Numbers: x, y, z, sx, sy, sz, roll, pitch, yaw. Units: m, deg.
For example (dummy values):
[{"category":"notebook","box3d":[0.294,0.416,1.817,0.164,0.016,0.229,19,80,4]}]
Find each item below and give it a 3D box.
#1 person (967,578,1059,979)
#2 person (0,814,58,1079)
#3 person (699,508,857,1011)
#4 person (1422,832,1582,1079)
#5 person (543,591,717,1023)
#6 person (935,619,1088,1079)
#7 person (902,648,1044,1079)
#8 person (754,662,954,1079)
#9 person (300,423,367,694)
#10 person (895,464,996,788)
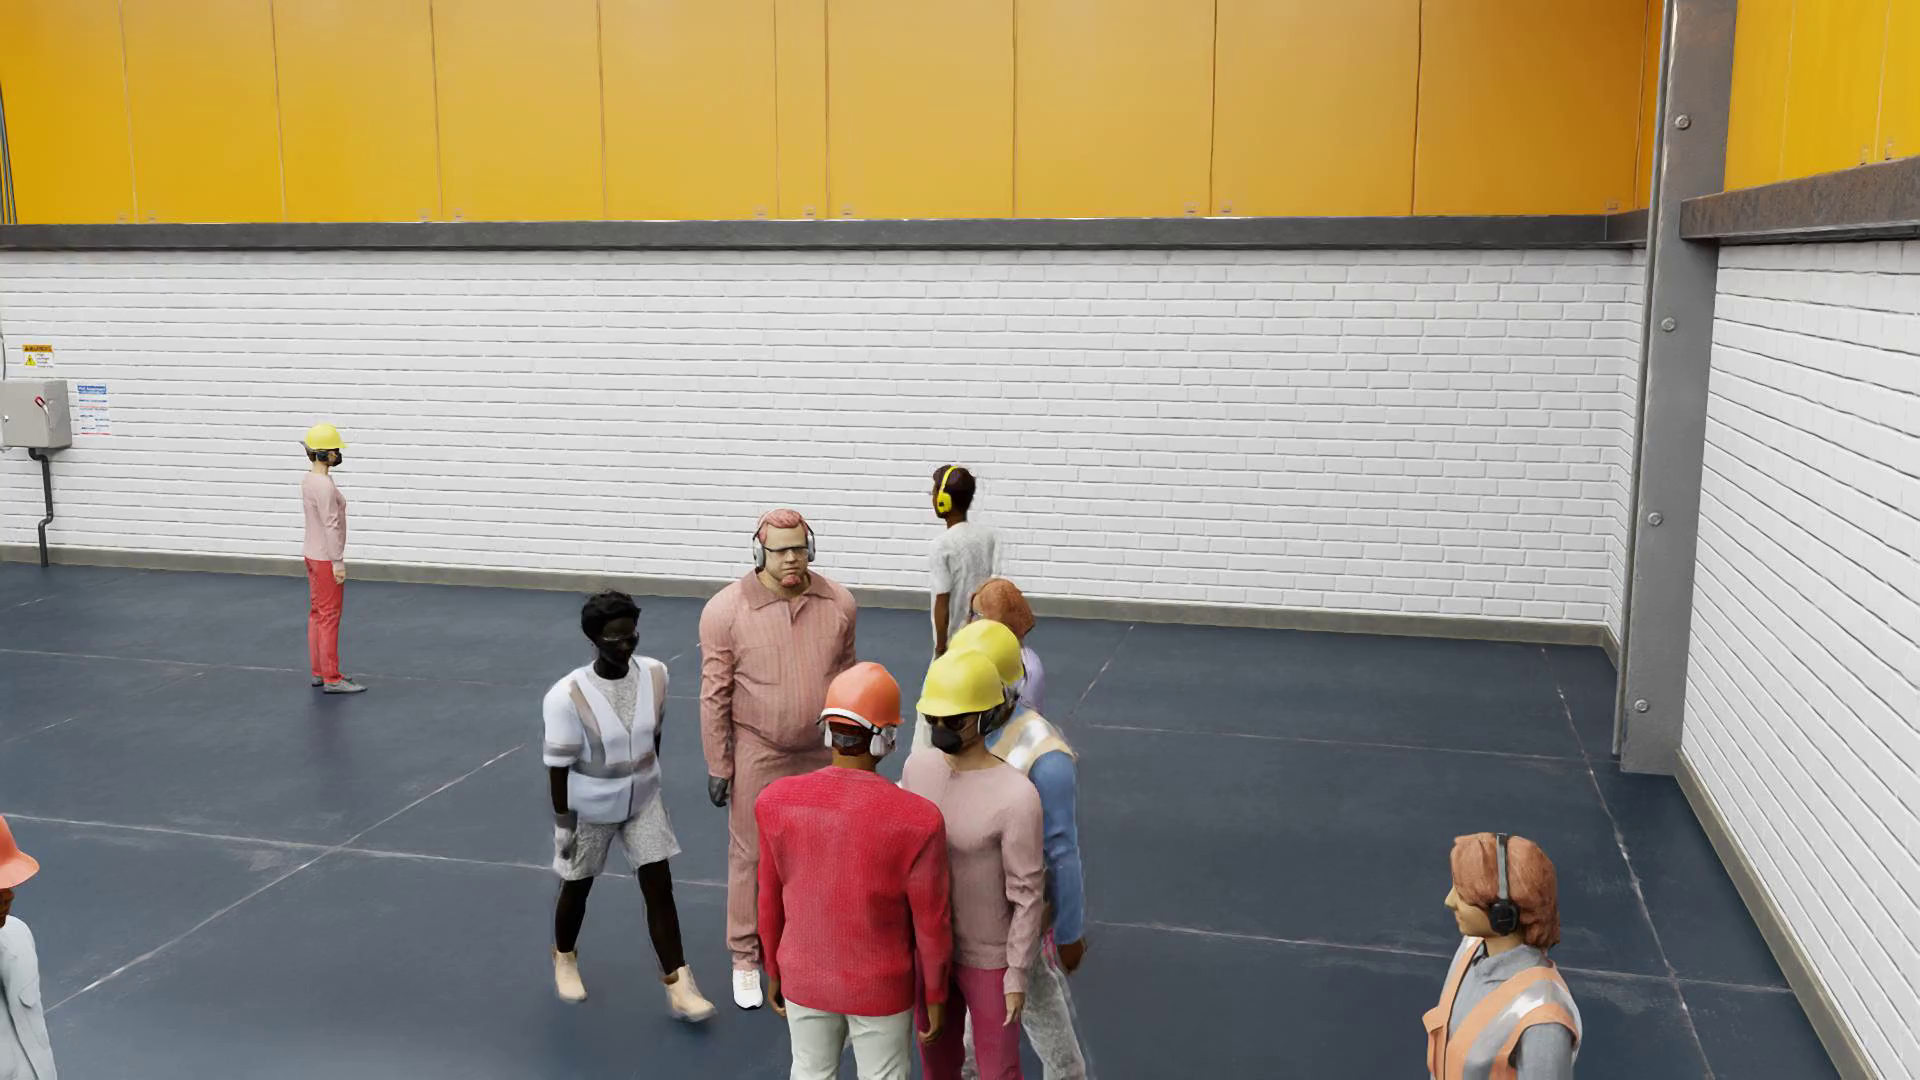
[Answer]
[{"category":"person","box3d":[0.185,0.946,6.440,0.305,1.623,0.500,-5,11,-27]},{"category":"person","box3d":[-2.044,1.379,3.497,0.330,1.751,0.564,-1,10,-3]},{"category":"person","box3d":[-0.658,0.820,6.342,0.651,1.906,0.403,-5,11,-27]},{"category":"person","box3d":[1.161,1.420,3.597,0.311,1.636,0.521,0,10,-1]},{"category":"person","box3d":[-1.288,0.987,6.148,0.535,1.638,0.843,-8,13,-40]},{"category":"person","box3d":[0.102,1.090,5.139,0.891,1.778,0.636,-6,11,-31]},{"category":"person","box3d":[0.004,1.166,4.711,0.525,1.770,0.307,8,13,40]},{"category":"person","box3d":[-0.286,1.196,4.622,0.574,1.740,0.355,3,10,18]},{"category":"person","box3d":[-4.120,0.122,10.866,0.313,1.768,0.528,-7,12,-34]},{"category":"person","box3d":[-0.010,0.527,8.342,0.981,1.816,0.536,8,13,41]}]
